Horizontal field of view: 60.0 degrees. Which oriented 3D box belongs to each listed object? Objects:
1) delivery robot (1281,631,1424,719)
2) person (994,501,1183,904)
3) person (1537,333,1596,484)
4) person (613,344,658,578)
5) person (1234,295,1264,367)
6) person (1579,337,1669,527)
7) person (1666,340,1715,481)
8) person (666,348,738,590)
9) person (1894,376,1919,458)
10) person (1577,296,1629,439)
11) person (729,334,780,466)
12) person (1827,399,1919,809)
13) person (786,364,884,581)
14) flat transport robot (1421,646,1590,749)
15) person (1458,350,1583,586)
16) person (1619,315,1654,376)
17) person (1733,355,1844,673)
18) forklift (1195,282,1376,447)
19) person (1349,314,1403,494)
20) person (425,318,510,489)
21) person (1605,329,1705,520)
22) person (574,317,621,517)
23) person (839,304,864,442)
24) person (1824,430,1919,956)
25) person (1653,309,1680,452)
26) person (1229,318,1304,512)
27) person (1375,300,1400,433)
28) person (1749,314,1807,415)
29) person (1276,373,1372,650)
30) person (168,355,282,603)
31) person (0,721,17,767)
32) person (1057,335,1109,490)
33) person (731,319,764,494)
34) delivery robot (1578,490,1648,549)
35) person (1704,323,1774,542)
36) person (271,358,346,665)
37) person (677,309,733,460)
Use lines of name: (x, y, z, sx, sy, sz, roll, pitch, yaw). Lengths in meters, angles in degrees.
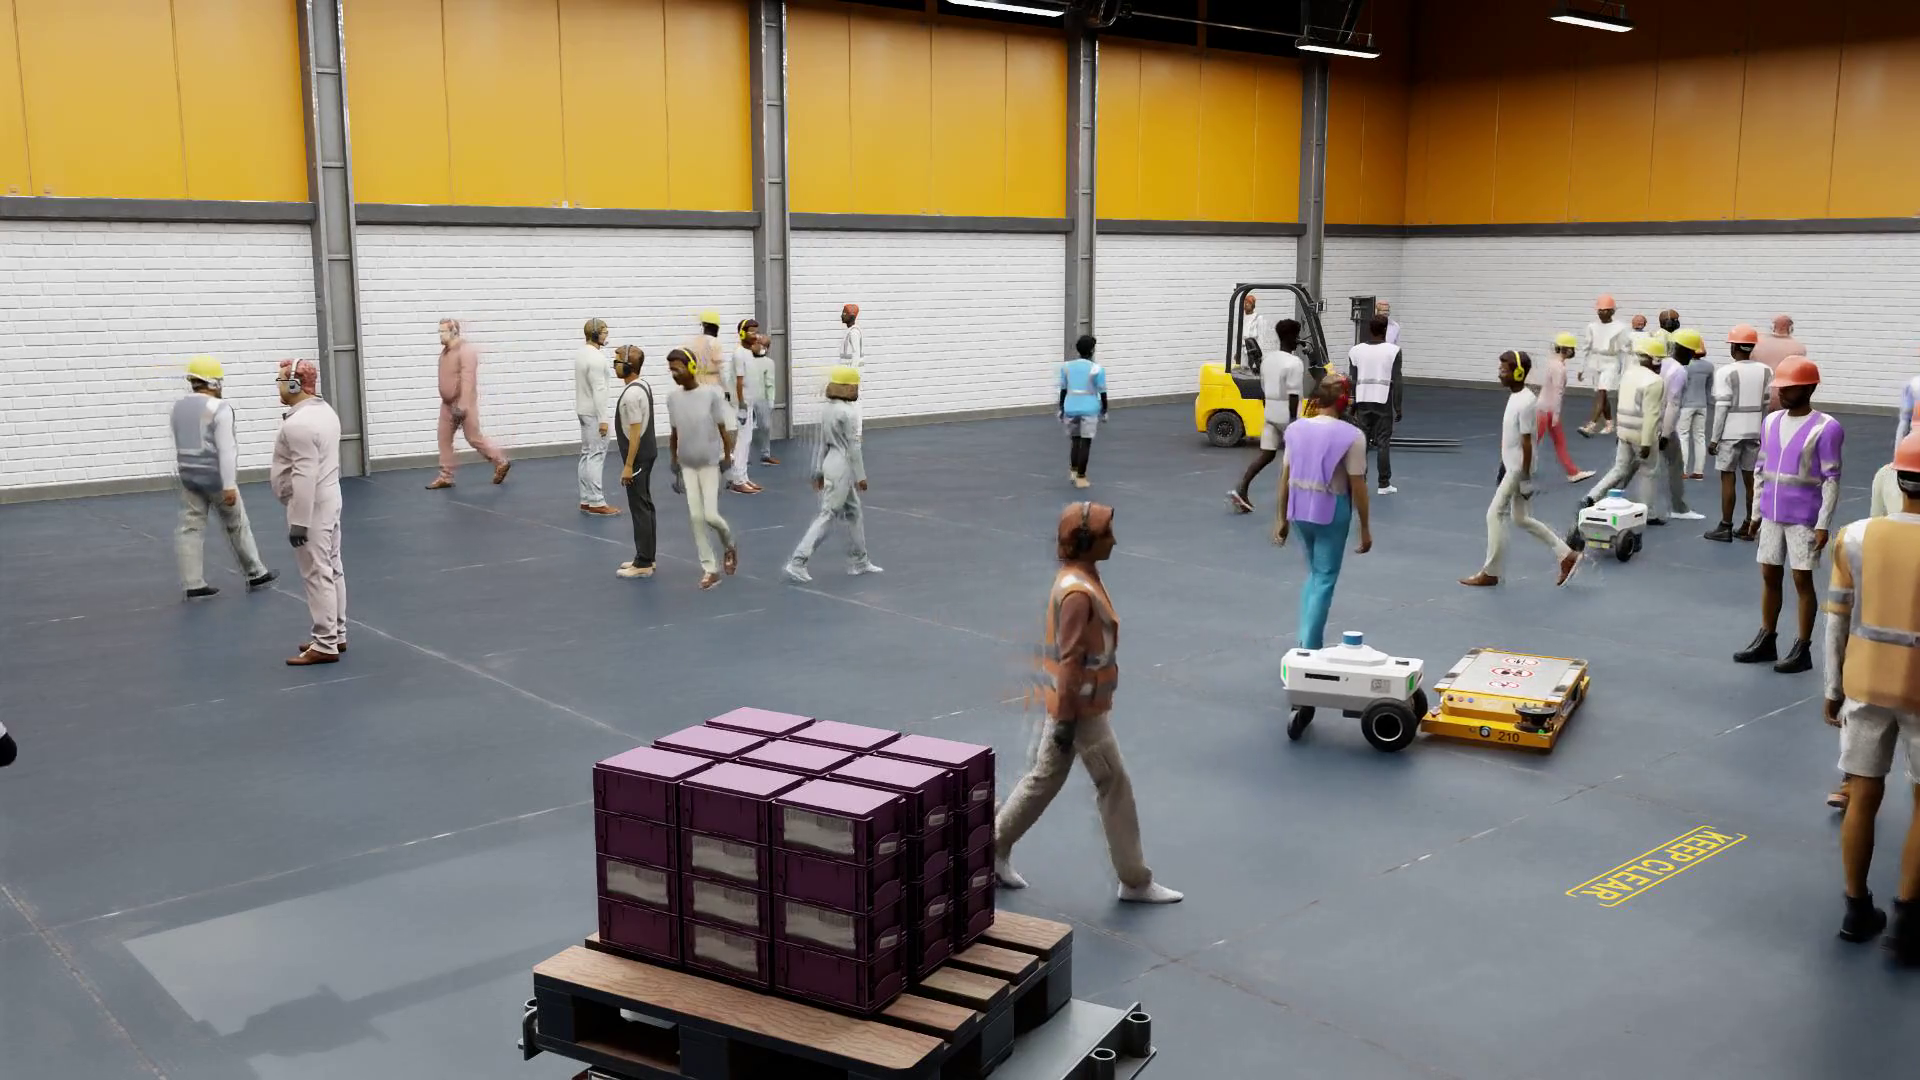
delivery robot: (2.062, 0.724, 8.768, 0.707, 0.478, 0.477, 4, 11, 22)
person: (0.430, 0.632, 6.523, 0.837, 1.603, 0.526, 1, 10, 4)
person: (6.543, -1.432, 18.351, 0.970, 1.693, 0.534, 2, 10, 13)
person: (-2.570, -0.619, 13.135, 0.343, 1.847, 0.506, 0, 10, 0)
person: (4.810, -3.142, 27.804, 0.355, 1.882, 0.576, -7, 12, -37)
person: (6.233, -0.990, 15.485, 0.836, 1.796, 0.611, -2, 10, -11)
person: (8.263, -1.481, 18.803, 0.505, 1.633, 0.278, -2, 10, -13)
person: (-1.989, -0.562, 12.801, 0.559, 1.839, 0.493, 3, 10, 18)
person: (7.926, -0.697, 13.420, 0.882, 1.899, 0.584, -9, 13, -41)
person: (8.963, -2.415, 23.277, 1.094, 1.975, 0.619, -7, 12, -35)
person: (-2.488, -1.671, 19.996, 0.593, 1.612, 0.325, -1, 10, -5)
person: (4.405, 0.284, 7.573, 0.957, 1.942, 0.648, -8, 13, -40)
person: (-0.997, -0.519, 13.010, 0.859, 1.708, 0.482, -4, 11, -24)
flat transport robot: (3.040, 0.842, 9.186, 0.652, 0.197, 1.431, 5, 11, 28)
person: (4.314, -0.533, 12.670, 0.830, 1.836, 0.511, 3, 10, 17)
person: (10.372, -2.625, 25.491, 0.523, 1.636, 0.310, 1, 10, 8)
person: (5.055, -0.156, 10.156, 0.373, 1.934, 0.551, -4, 11, -24)
forklift: (4.328, -2.346, 22.227, 2.313, 2.155, 1.214, 3, 10, 16)
person: (4.432, -1.448, 17.771, 0.587, 1.920, 0.390, 6, 12, 33)
person: (-5.436, -1.505, 18.255, 0.639, 1.874, 0.882, 8, 13, 40)
person: (6.667, -1.109, 15.983, 0.967, 1.857, 0.726, -1, 10, -5)
person: (-3.573, -1.201, 16.269, 0.354, 1.937, 0.635, -5, 11, -27)
person: (-1.490, -2.279, 22.739, 0.352, 1.884, 0.579, -2, 10, -10)
person: (3.448, 0.548, 6.069, 0.401, 1.928, 0.566, -8, 13, -40)
person: (9.160, -2.064, 21.600, 0.429, 1.847, 0.625, 5, 11, 29)
person: (3.121, -1.219, 16.398, 0.909, 1.938, 0.609, -5, 11, -25)
person: (6.013, -2.475, 23.829, 0.652, 1.904, 0.403, -2, 10, -12)
person: (9.520, -1.708, 19.482, 0.650, 1.863, 0.986, 7, 12, 34)
person: (2.281, -0.110, 10.212, 0.596, 1.820, 0.574, -7, 12, -37)
person: (-5.492, -0.471, 12.389, 0.626, 1.796, 0.847, 4, 10, 22)
person: (-3.577, 0.676, 5.620, 0.640, 1.817, 0.647, 2, 10, 12)
person: (1.372, -1.399, 18.167, 0.563, 1.676, 0.552, 5, 11, 27)
person: (-2.288, -1.434, 17.851, 0.317, 1.865, 0.523, 1, 10, 4)
delivery robot: (5.535, -0.184, 14.085, 0.477, 0.478, 0.707, 9, 13, 43)
person: (6.900, -0.946, 14.774, 0.542, 1.939, 0.366, -2, 10, -13)
person: (-4.069, -0.177, 10.366, 0.401, 1.910, 0.641, -1, 10, -6)
person: (-3.144, -1.891, 20.447, 0.891, 1.893, 0.578, -7, 12, -35)
